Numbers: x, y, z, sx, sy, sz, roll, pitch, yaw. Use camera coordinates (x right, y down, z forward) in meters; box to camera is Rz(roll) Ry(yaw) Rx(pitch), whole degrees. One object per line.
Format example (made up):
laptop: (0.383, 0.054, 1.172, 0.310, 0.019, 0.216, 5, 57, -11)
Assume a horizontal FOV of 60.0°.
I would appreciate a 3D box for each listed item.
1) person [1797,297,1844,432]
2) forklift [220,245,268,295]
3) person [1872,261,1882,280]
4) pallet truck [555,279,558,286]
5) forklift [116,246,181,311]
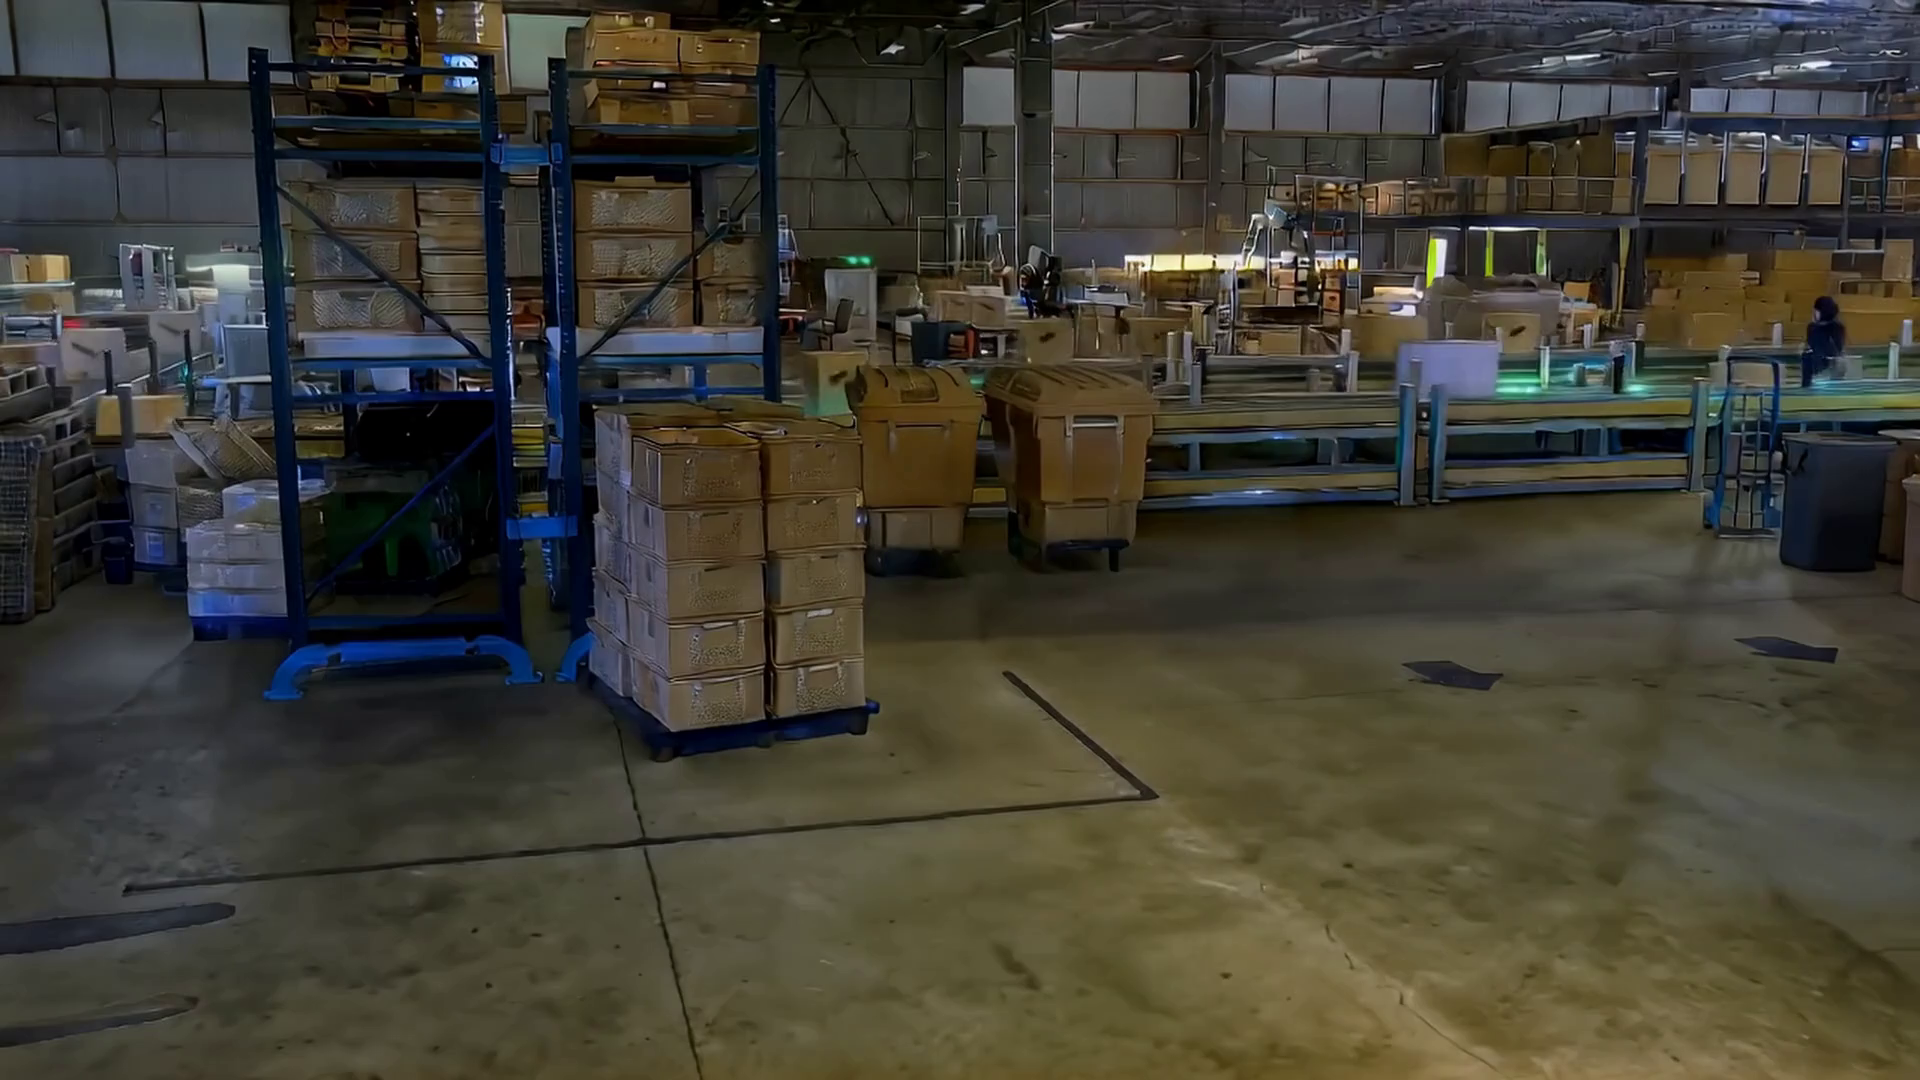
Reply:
person: (9.184, -1.785, 17.687, 0.817, 1.601, 0.509, -2, 10, -14)
forklift: (-17.749, -6.334, 41.440, 1.157, 1.987, 2.680, -3, 10, -17)
person: (23.186, -6.178, 42.095, 0.326, 1.767, 0.533, 7, 12, 34)
pallet truck: (-10.604, -6.375, 44.520, 0.653, 1.274, 1.630, -3, 10, -15)
forklift: (-19.966, -6.232, 40.894, 1.157, 1.987, 2.680, -3, 10, -15)
